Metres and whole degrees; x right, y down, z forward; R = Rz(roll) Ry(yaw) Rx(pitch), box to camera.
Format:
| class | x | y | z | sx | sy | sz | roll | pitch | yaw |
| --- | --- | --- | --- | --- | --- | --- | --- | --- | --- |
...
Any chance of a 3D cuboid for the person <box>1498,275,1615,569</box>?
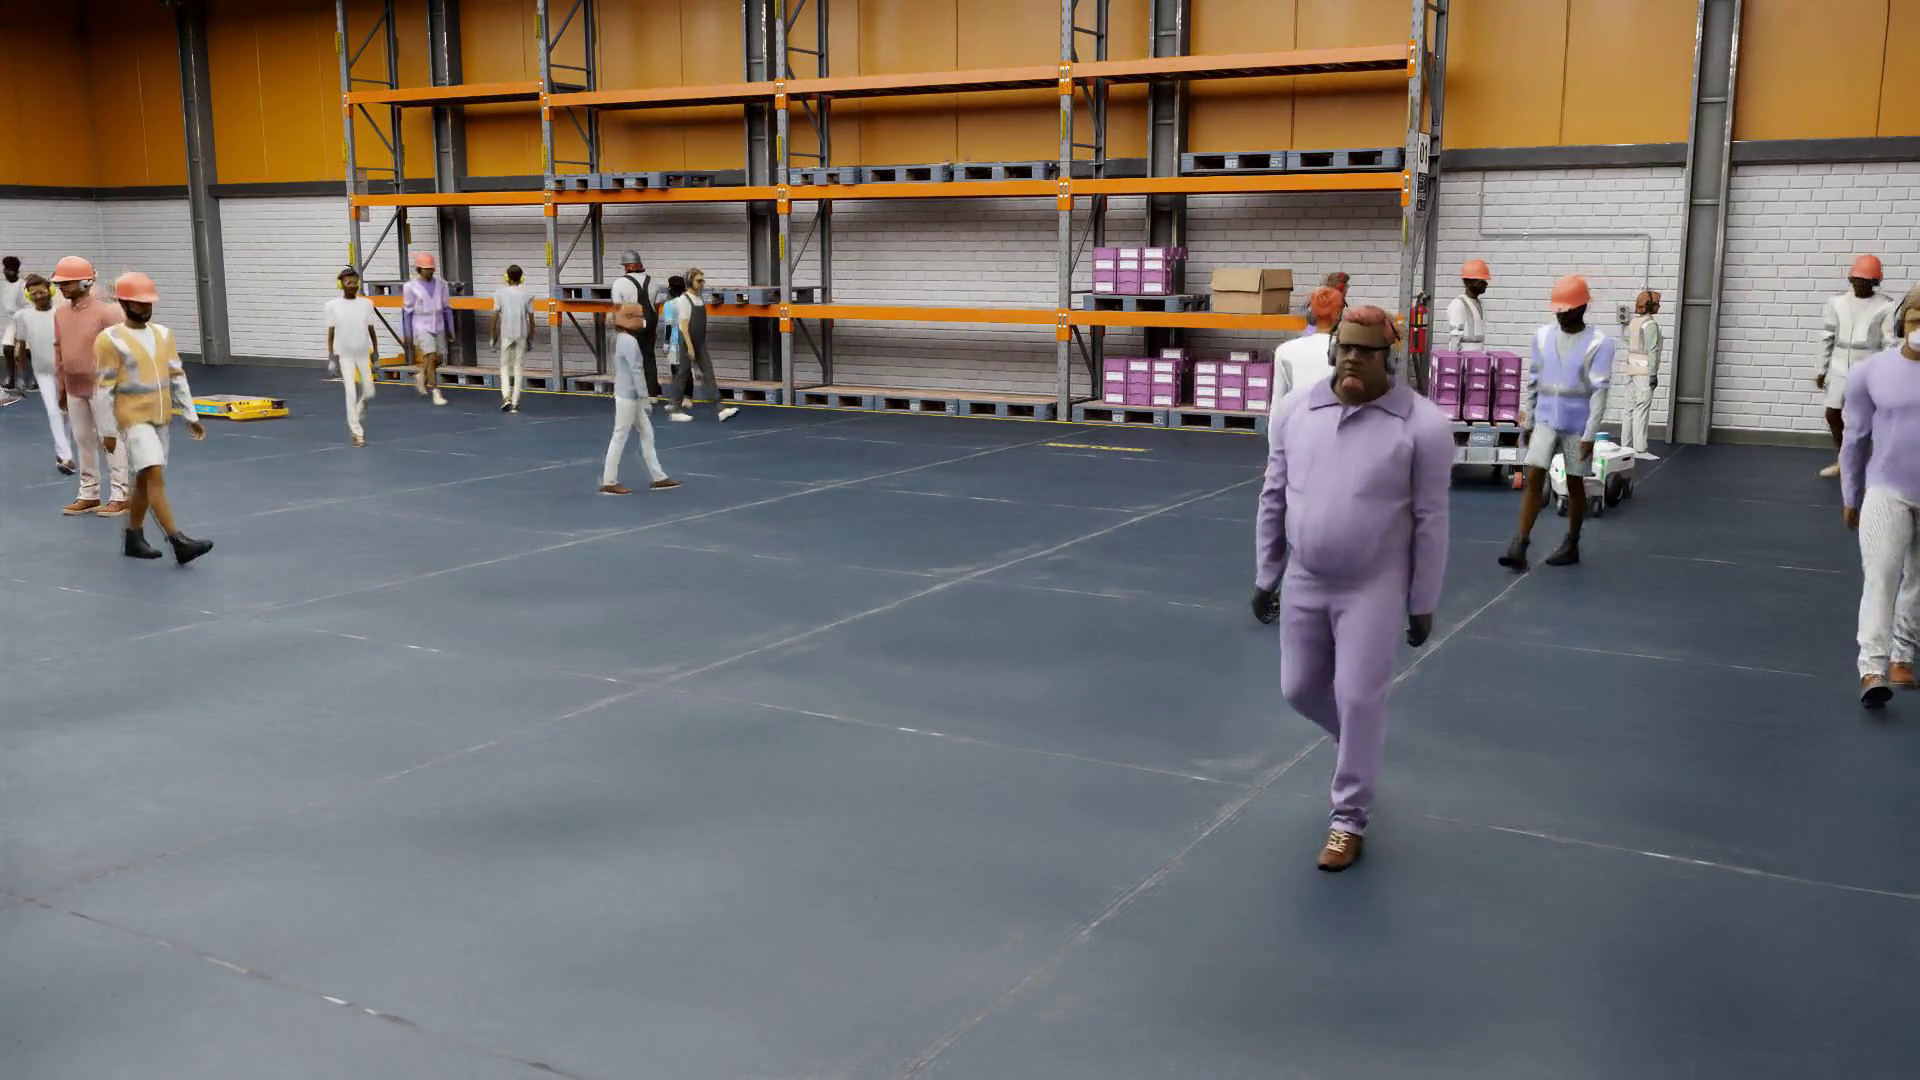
| class | x | y | z | sx | sy | sz | roll | pitch | yaw |
| --- | --- | --- | --- | --- | --- | --- | --- | --- | --- |
| person | 3.766 | -0.716 | 10.518 | 0.603 | 1.871 | 0.960 | 9 | 13 | 41 |

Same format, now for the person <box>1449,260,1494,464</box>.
| class | x | y | z | sx | sy | sz | roll | pitch | yaw |
| --- | --- | --- | --- | --- | --- | --- | --- | --- | --- |
| person | 4.862 | -1.700 | 15.927 | 0.444 | 1.935 | 0.582 | 9 | 13 | 41 |

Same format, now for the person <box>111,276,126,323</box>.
| class | x | y | z | sx | sy | sz | roll | pitch | yaw |
| --- | --- | --- | --- | --- | --- | --- | --- | --- | --- |
| person | -9.783 | -2.218 | 19.432 | 0.853 | 1.733 | 0.536 | 2 | 10 | 9 |

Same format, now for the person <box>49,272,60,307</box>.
| class | x | y | z | sx | sy | sz | roll | pitch | yaw |
| --- | --- | --- | --- | --- | --- | --- | --- | --- | --- |
| person | -15.428 | -3.790 | 28.595 | 0.514 | 1.640 | 0.310 | -1 | 10 | -7 |

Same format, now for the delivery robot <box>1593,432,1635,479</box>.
| class | x | y | z | sx | sy | sz | roll | pitch | yaw |
| --- | --- | --- | --- | --- | --- | --- | --- | --- | --- |
| delivery robot | 5.201 | -0.632 | 13.511 | 0.477 | 0.478 | 0.707 | 9 | 13 | 41 |

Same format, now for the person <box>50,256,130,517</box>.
| class | x | y | z | sx | sy | sz | roll | pitch | yaw |
| --- | --- | --- | --- | --- | --- | --- | --- | --- | --- |
| person | -6.677 | -1.167 | 12.740 | 0.618 | 1.990 | 0.394 | 3 | 11 | 18 |

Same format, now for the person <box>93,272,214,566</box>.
| class | x | y | z | sx | sy | sz | roll | pitch | yaw |
| --- | --- | --- | --- | --- | --- | --- | --- | --- | --- |
| person | -5.220 | -0.780 | 10.829 | 0.936 | 1.893 | 0.558 | 4 | 11 | 19 |

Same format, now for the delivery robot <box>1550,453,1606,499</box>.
| class | x | y | z | sx | sy | sz | roll | pitch | yaw |
| --- | --- | --- | --- | --- | --- | --- | --- | --- | --- |
| delivery robot | 4.789 | -0.524 | 12.903 | 0.477 | 0.478 | 0.707 | 2 | 10 | 13 |

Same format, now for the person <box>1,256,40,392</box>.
| class | x | y | z | sx | sy | sz | roll | pitch | yaw |
| --- | --- | --- | --- | --- | --- | --- | --- | --- | --- |
| person | -13.283 | -3.021 | 23.432 | 0.641 | 1.919 | 0.766 | 4 | 11 | 22 |

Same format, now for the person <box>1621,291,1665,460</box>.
| class | x | y | z | sx | sy | sz | roll | pitch | yaw |
| --- | --- | --- | --- | --- | --- | --- | --- | --- | --- |
| person | 6.646 | -1.600 | 16.193 | 0.308 | 1.640 | 0.511 | 0 | 10 | -2 |

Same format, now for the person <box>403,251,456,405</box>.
| class | x | y | z | sx | sy | sz | roll | pitch | yaw |
| --- | --- | --- | --- | --- | --- | --- | --- | --- | --- |
| person | -7.028 | -2.785 | 21.886 | 0.674 | 2.001 | 0.845 | -9 | 14 | -43 |

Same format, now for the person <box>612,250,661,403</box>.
| class | x | y | z | sx | sy | sz | roll | pitch | yaw |
| --- | --- | --- | --- | --- | --- | --- | --- | --- | --- |
| person | -4.289 | -2.806 | 21.881 | 0.679 | 2.000 | 0.535 | -9 | 14 | -42 |

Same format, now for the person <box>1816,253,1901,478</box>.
| class | x | y | z | sx | sy | sz | roll | pitch | yaw |
| --- | --- | --- | --- | --- | --- | --- | --- | --- | --- |
| person | 7.777 | -1.468 | 14.411 | 0.607 | 2.016 | 0.673 | -7 | 12 | -34 |

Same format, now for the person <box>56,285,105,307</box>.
| class | x | y | z | sx | sy | sz | roll | pitch | yaw |
| --- | --- | --- | --- | --- | --- | --- | --- | --- | --- |
| person | -11.231 | -2.586 | 21.151 | 0.671 | 1.853 | 1.011 | 3 | 10 | 16 |

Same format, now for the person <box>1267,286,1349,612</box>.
| class | x | y | z | sx | sy | sz | roll | pitch | yaw |
| --- | --- | --- | --- | --- | --- | --- | --- | --- | --- |
| person | 1.952 | -0.487 | 9.312 | 0.577 | 1.858 | 0.787 | 7 | 12 | 34 |

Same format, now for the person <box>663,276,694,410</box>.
| class | x | y | z | sx | sy | sz | roll | pitch | yaw |
| --- | --- | --- | --- | --- | --- | --- | --- | --- | --- |
| person | -3.571 | -2.492 | 21.080 | 0.318 | 1.697 | 0.535 | 5 | 11 | 27 |

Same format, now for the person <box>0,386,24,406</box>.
| class | x | y | z | sx | sy | sz | roll | pitch | yaw |
| --- | --- | --- | --- | --- | --- | --- | --- | --- | --- |
| person | -12.494 | -2.456 | 21.169 | 0.878 | 1.581 | 0.529 | -2 | 10 | -10 |

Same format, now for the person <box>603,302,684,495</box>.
| class | x | y | z | sx | sy | sz | roll | pitch | yaw |
| --- | --- | --- | --- | --- | --- | --- | --- | --- | --- |
| person | -2.642 | -1.173 | 13.863 | 0.784 | 1.595 | 0.517 | -3 | 10 | -17 |

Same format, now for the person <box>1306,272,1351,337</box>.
| class | x | y | z | sx | sy | sz | roll | pitch | yaw |
| --- | --- | --- | --- | --- | --- | --- | --- | --- | --- |
| person | 3.509 | -1.678 | 16.114 | 0.508 | 1.821 | 0.618 | -5 | 11 | -25 |

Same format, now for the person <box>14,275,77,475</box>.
| class | x | y | z | sx | sy | sz | roll | pitch | yaw |
| --- | --- | --- | --- | --- | --- | --- | --- | --- | --- |
| person | -8.231 | -1.506 | 15.201 | 0.654 | 1.801 | 0.989 | -6 | 12 | -32 |

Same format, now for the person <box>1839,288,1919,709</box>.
| class | x | y | z | sx | sy | sz | roll | pitch | yaw |
| --- | --- | --- | --- | --- | --- | --- | --- | --- | --- |
| person | 4.288 | -0.178 | 7.471 | 0.636 | 1.875 | 1.051 | 5 | 11 | 25 |

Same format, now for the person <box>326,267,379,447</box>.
| class | x | y | z | sx | sy | sz | roll | pitch | yaw |
| --- | --- | --- | --- | --- | --- | --- | --- | --- | --- |
| person | -6.332 | -1.909 | 17.328 | 0.546 | 1.854 | 0.651 | -7 | 12 | -35 |

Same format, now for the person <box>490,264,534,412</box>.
| class | x | y | z | sx | sy | sz | roll | pitch | yaw |
| --- | --- | --- | --- | --- | --- | --- | --- | --- | --- |
| person | -5.600 | -2.522 | 20.834 | 0.552 | 1.841 | 0.430 | -3 | 10 | -17 |

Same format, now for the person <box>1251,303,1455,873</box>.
| class | x | y | z | sx | sy | sz | roll | pitch | yaw |
| --- | --- | --- | --- | --- | --- | --- | --- | --- | --- |
| person | 1.358 | 0.128 | 5.721 | 0.652 | 1.880 | 0.733 | 7 | 12 | 35 |

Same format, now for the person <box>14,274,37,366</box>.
| class | x | y | z | sx | sy | sz | roll | pitch | yaw |
| --- | --- | --- | --- | --- | --- | --- | --- | --- | --- |
| person | -16.146 | -3.815 | 28.857 | 0.529 | 1.600 | 0.822 | 2 | 10 | 14 |

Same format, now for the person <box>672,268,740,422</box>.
| class | x | y | z | sx | sy | sz | roll | pitch | yaw |
| --- | --- | --- | --- | --- | --- | --- | --- | --- | --- |
| person | -3.049 | -2.264 | 19.481 | 0.941 | 1.796 | 0.528 | 5 | 11 | 28 |

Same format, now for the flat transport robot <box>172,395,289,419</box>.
| class | x | y | z | sx | sy | sz | roll | pitch | yaw |
| --- | --- | --- | --- | --- | --- | --- | --- | --- | --- |
| flat transport robot | -8.902 | -1.626 | 20.211 | 1.431 | 0.197 | 0.652 | 6 | 12 | 31 |
